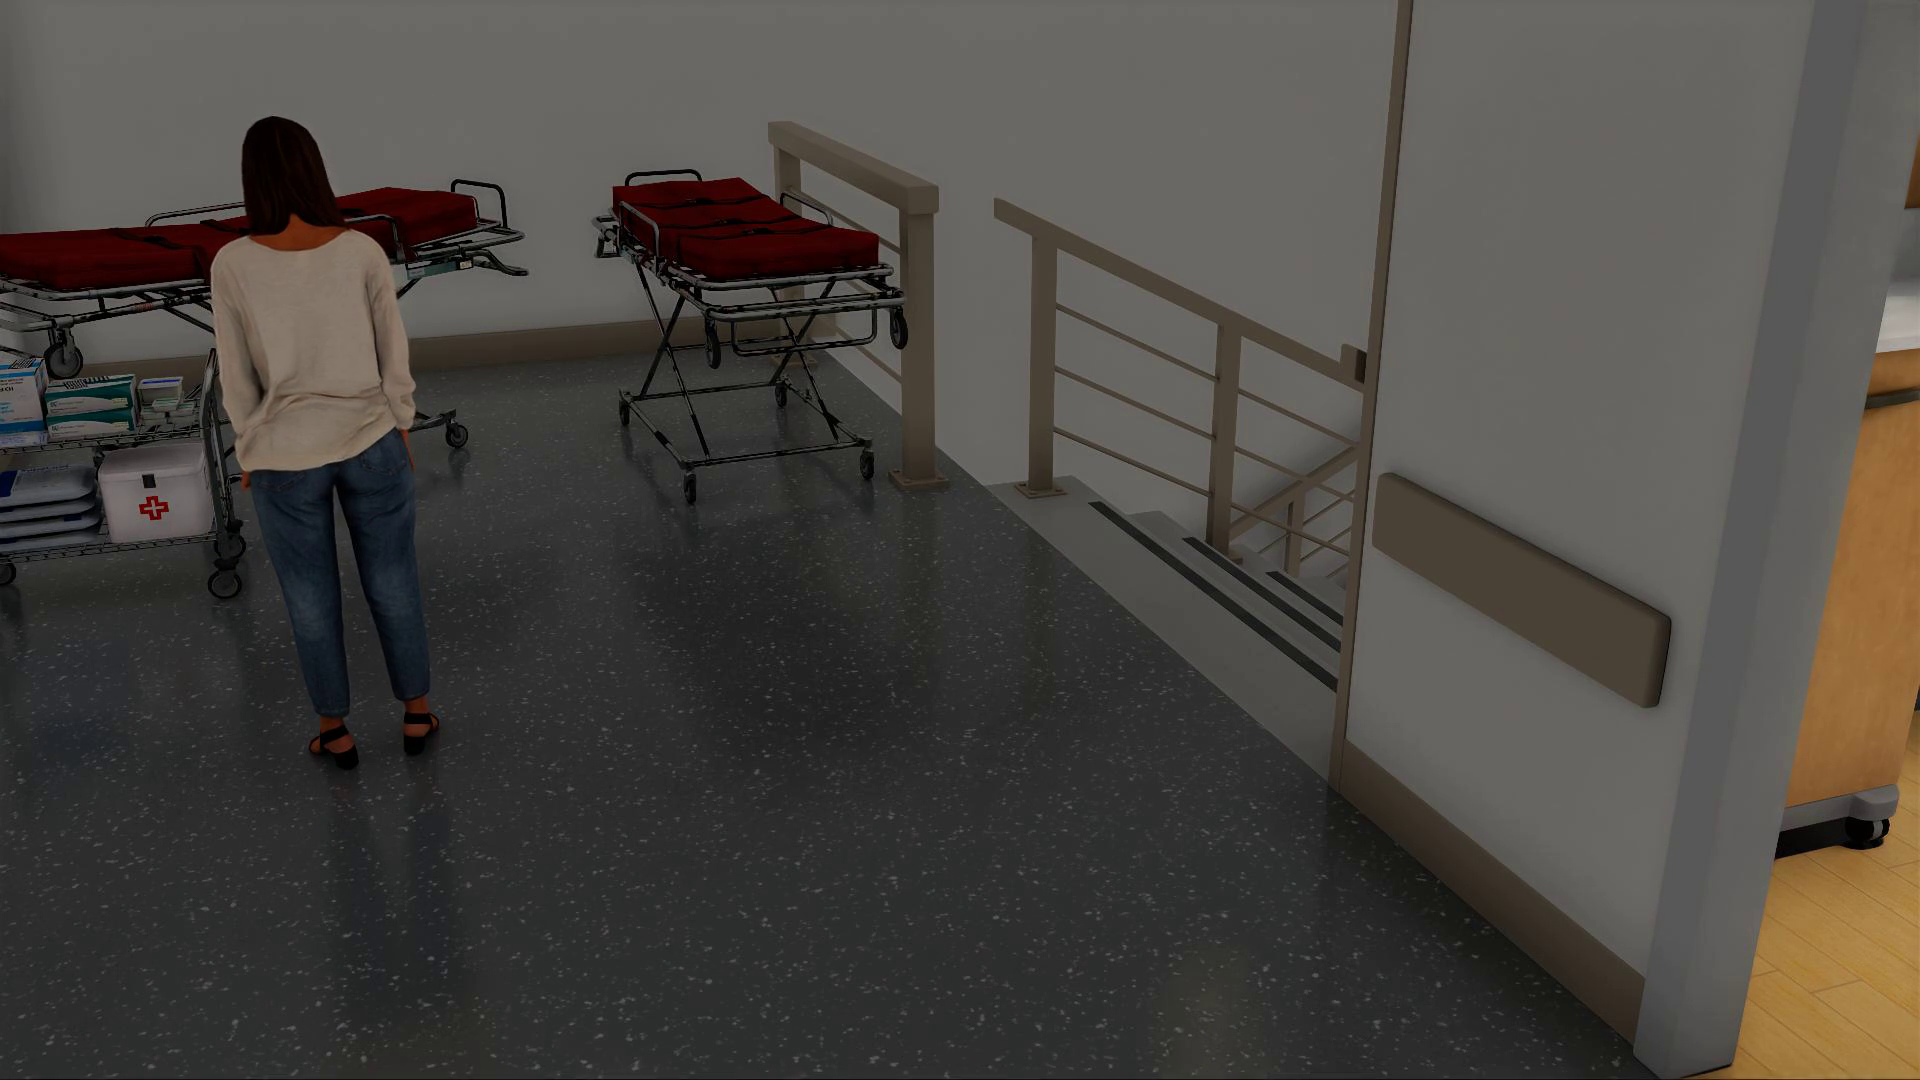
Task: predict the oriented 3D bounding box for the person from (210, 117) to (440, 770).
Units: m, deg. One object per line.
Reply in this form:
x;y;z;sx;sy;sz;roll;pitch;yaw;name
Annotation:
-1.601;-0.214;4.214;0.609;1.678;0.539;-8;22;-21;person
